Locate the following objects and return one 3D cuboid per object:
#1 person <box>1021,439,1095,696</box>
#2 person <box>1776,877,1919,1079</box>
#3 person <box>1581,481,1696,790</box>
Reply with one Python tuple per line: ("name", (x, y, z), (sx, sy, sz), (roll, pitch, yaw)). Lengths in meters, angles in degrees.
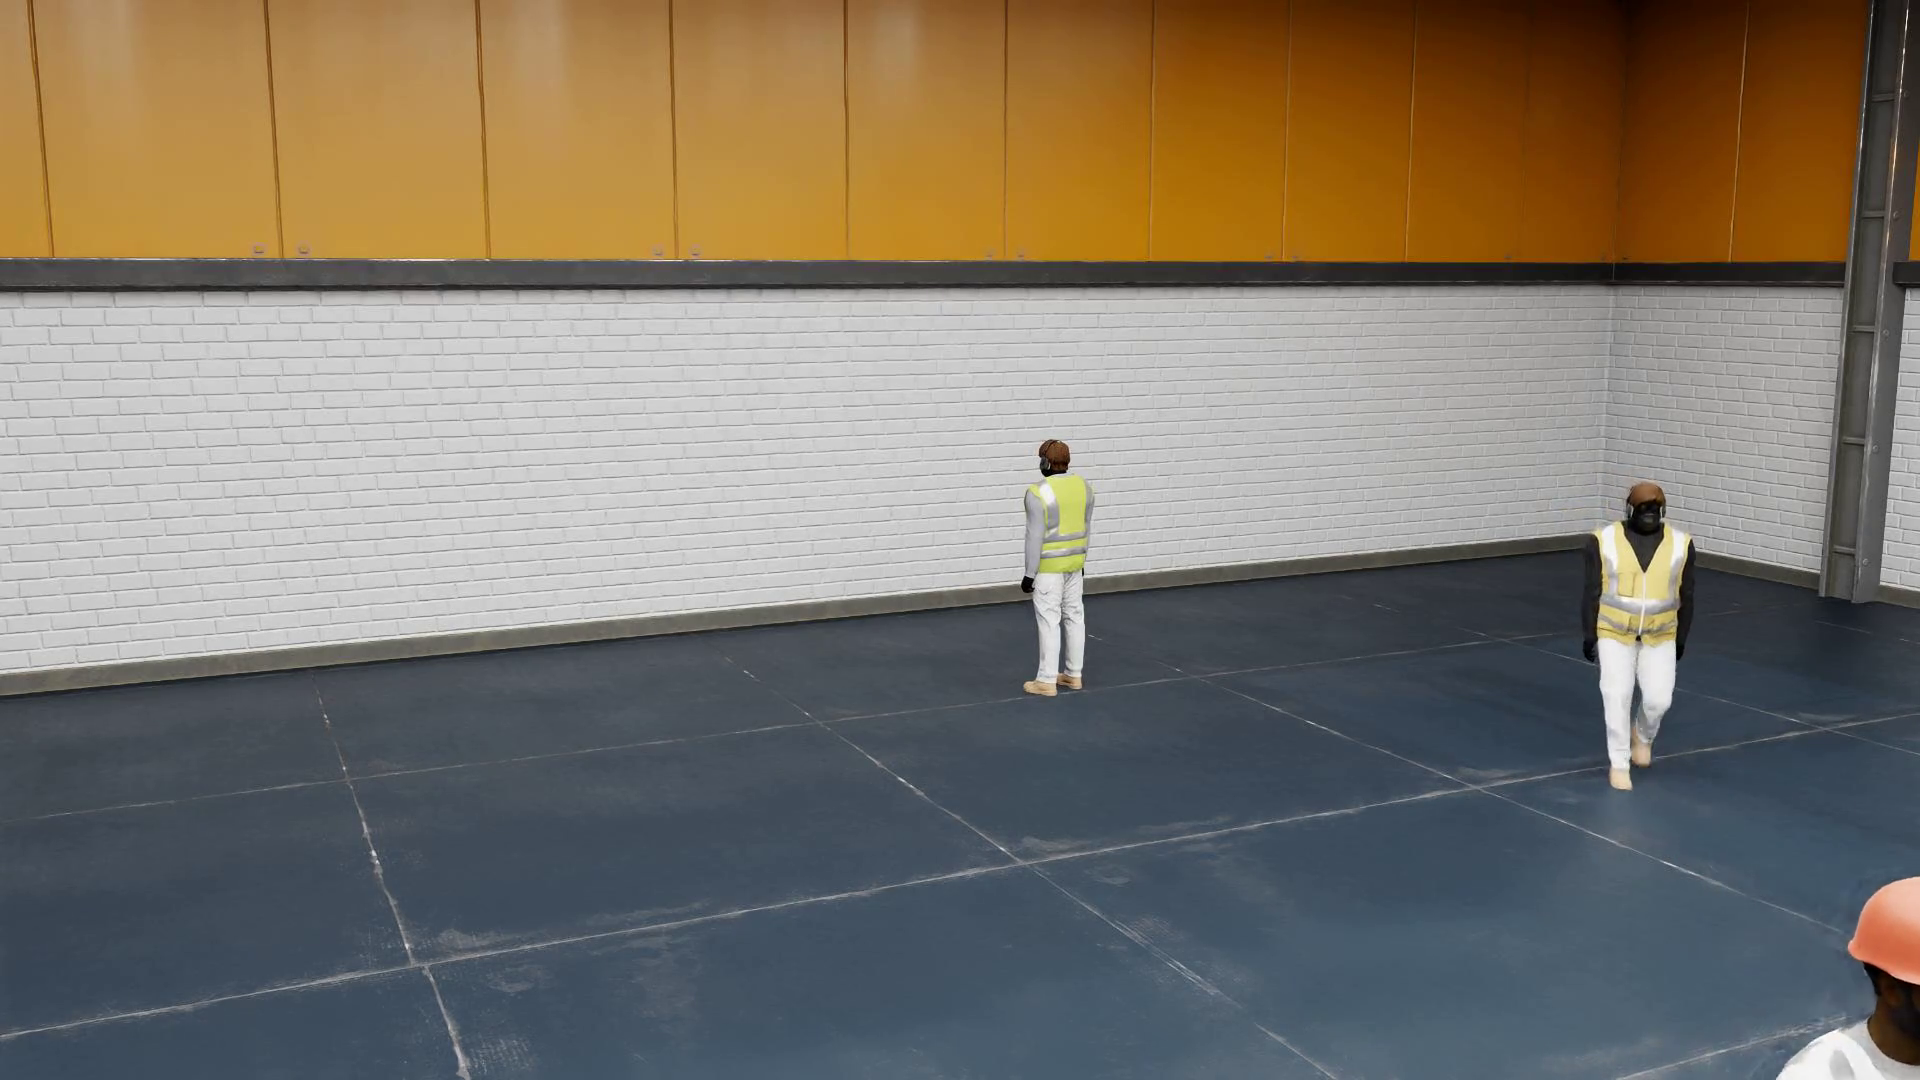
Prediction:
("person", (0.677, 0.196, 11.970), (0.620, 1.845, 0.430), (-8, 12, -40))
("person", (1.838, 1.562, 3.382), (0.558, 1.887, 1.027), (-5, 10, -27))
("person", (3.988, 0.552, 9.834), (0.625, 1.830, 0.505), (2, 9, 14))
